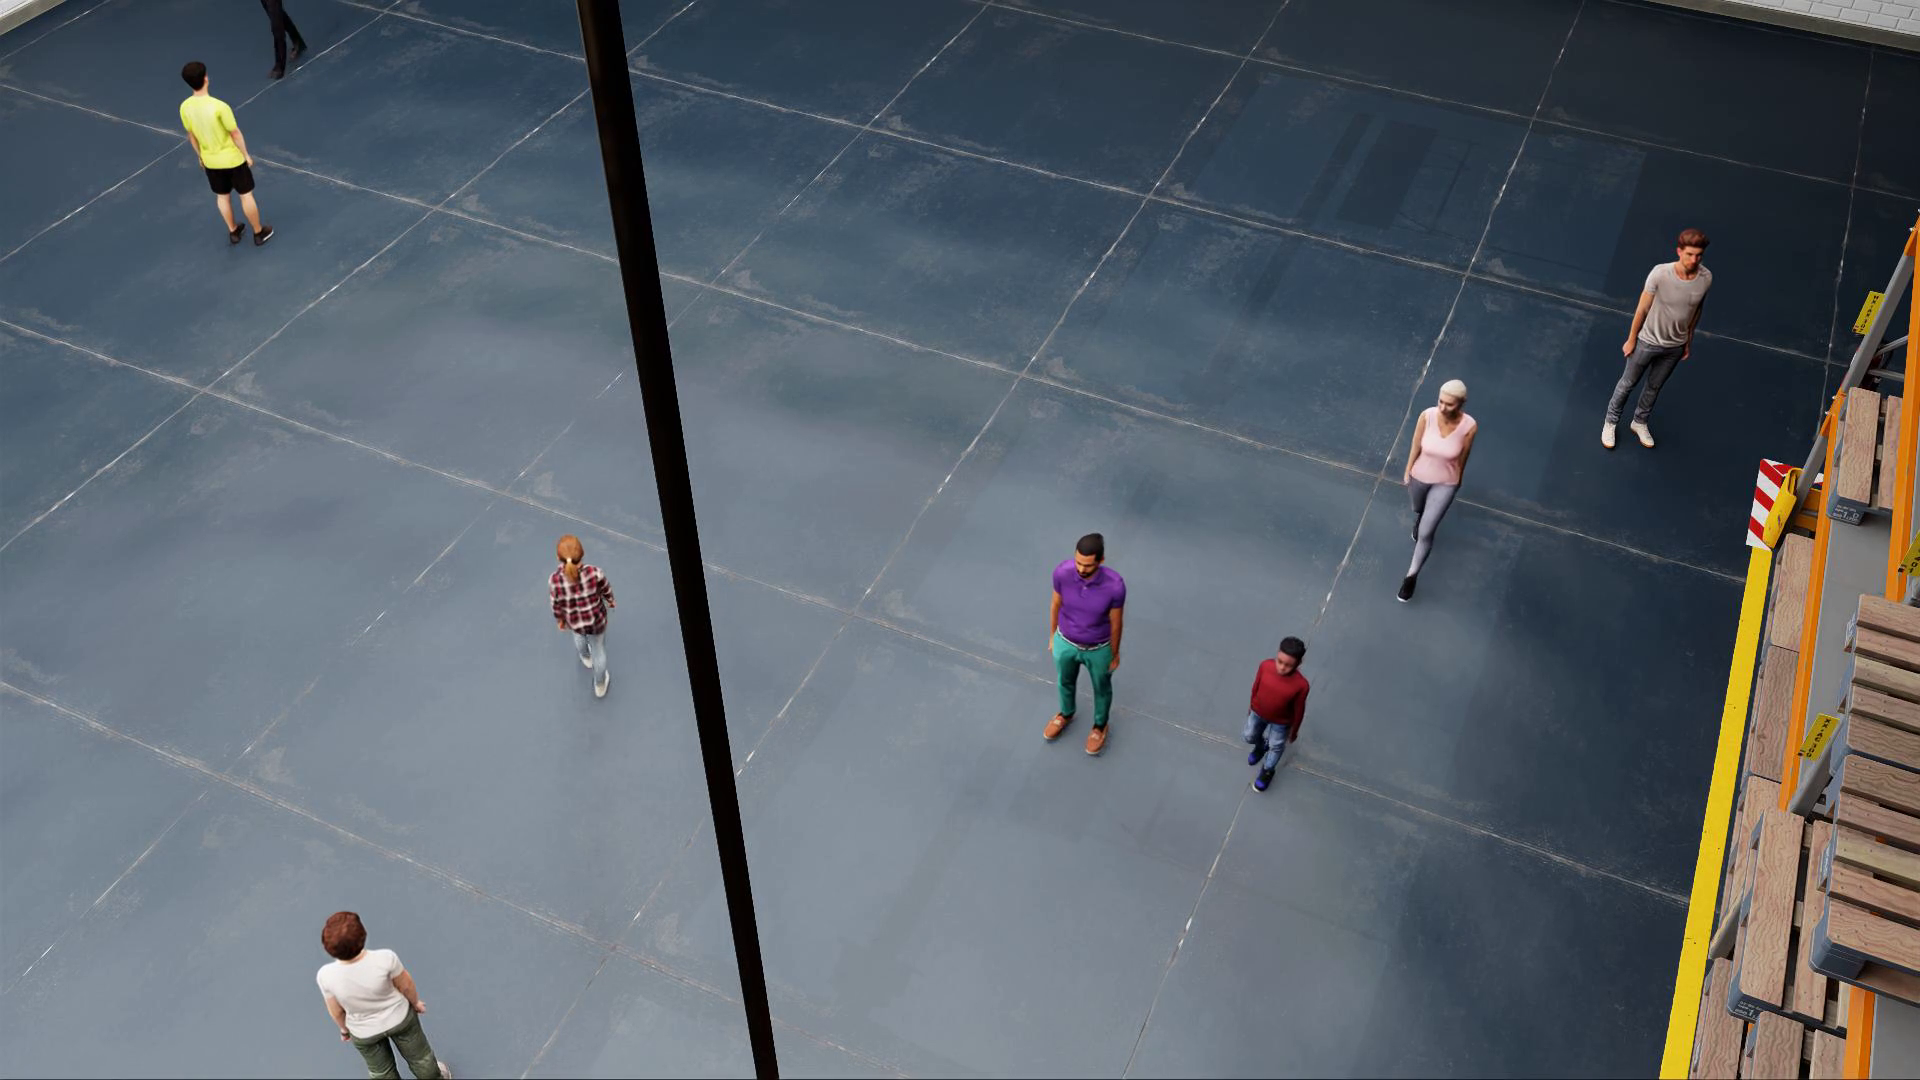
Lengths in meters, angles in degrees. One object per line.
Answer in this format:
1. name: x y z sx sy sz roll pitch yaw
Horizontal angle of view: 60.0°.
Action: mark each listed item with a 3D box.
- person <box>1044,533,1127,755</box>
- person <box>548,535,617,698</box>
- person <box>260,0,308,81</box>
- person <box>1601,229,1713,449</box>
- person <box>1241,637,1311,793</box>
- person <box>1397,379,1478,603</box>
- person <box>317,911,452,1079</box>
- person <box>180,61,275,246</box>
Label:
1. person: 0.782 0.617 10.324 0.630 1.767 0.558 15 46 15
2. person: -2.426 0.528 10.765 0.734 1.289 0.824 -5 44 -5
3. person: -7.035 -5.731 16.964 0.815 1.801 1.181 9 44 10
4. person: 5.248 -1.519 12.472 0.735 1.898 0.720 -1 44 -1
5. person: 1.969 1.023 10.274 0.566 1.248 0.608 28 50 26
6. person: 3.295 -0.475 11.524 0.575 1.695 1.139 21 47 20
7. person: -2.959 2.448 8.486 0.658 1.653 0.728 -17 46 -17
8. person: -6.449 -3.362 14.543 0.697 1.710 0.657 4 44 4
